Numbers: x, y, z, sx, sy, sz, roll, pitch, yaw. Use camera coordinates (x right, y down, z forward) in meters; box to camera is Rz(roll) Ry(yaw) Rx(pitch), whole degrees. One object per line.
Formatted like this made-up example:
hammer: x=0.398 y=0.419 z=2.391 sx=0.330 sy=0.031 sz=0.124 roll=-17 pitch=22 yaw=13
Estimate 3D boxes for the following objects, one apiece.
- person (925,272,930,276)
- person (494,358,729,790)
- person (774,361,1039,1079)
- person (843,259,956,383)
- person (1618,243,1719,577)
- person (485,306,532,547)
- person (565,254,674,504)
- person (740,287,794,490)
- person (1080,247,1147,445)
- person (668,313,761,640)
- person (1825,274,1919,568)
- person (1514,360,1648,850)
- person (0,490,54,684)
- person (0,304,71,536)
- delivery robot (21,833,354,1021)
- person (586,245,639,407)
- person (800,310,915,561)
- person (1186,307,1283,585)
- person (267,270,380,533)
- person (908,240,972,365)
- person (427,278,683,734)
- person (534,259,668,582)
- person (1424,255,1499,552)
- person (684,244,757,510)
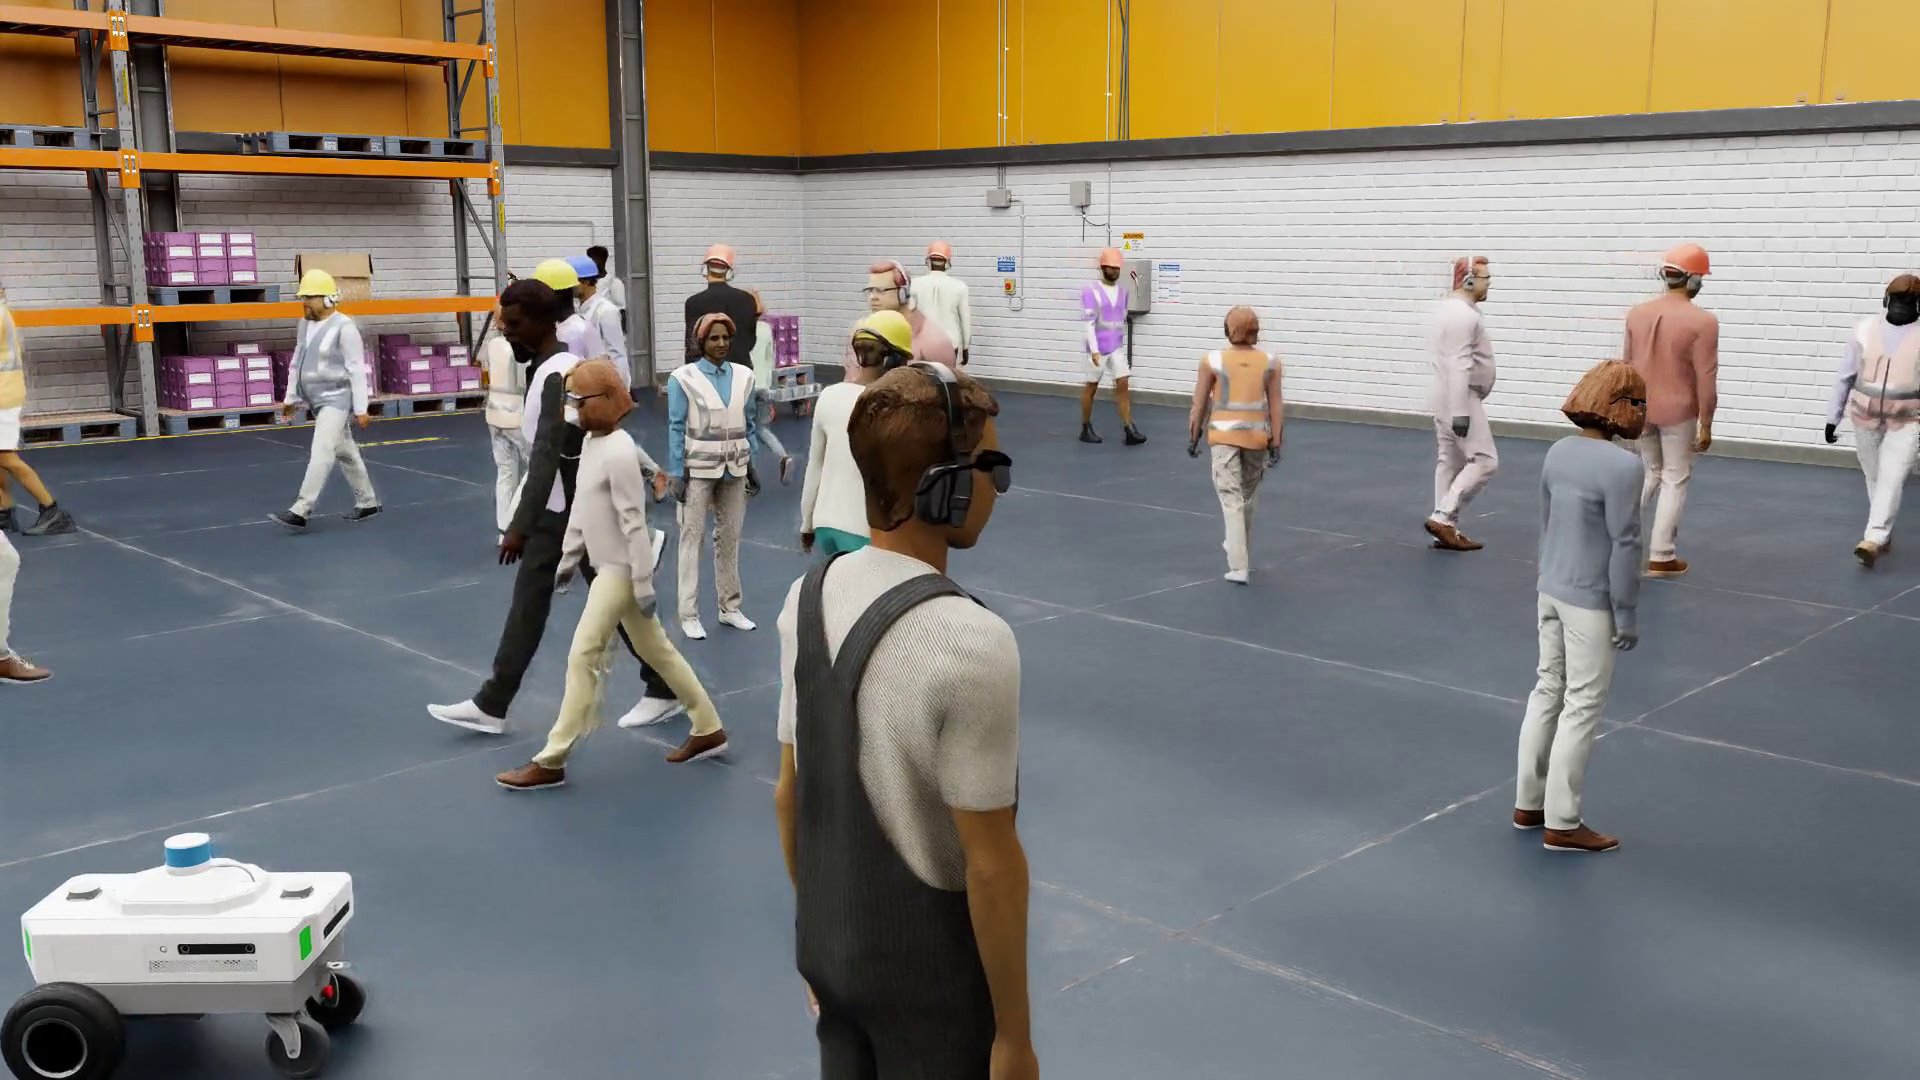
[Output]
person: x=-0.290 y=-2.736 z=20.933 sx=0.317 sy=1.870 sz=0.523 roll=-5 pitch=11 yaw=-24
person: x=-1.273 y=0.116 z=6.168 sx=0.891 sy=1.580 sz=0.511 roll=-4 pitch=11 yaw=-20
person: x=-0.073 y=0.657 z=2.498 sx=0.328 sy=1.842 sz=0.516 roll=-8 pitch=13 yaw=-39
person: x=-0.344 y=-0.406 z=8.132 sx=0.650 sy=1.904 sz=0.403 roll=7 pitch=13 yaw=35
person: x=4.163 y=-0.752 z=9.808 sx=0.480 sy=1.974 sz=0.645 roll=-6 pitch=12 yaw=-29
person: x=-2.869 y=-0.748 z=10.753 sx=0.551 sy=1.620 sz=0.356 roll=8 pitch=13 yaw=38
person: x=-2.519 y=-1.129 z=12.120 sx=0.862 sy=1.908 sz=0.630 roll=-6 pitch=12 yaw=-29
person: x=-1.624 y=-1.175 z=13.095 sx=0.604 sy=1.617 sz=0.512 roll=8 pitch=13 yaw=36
person: x=1.447 y=-1.843 z=15.984 sx=0.562 sy=1.897 sz=0.930 roll=-6 pitch=12 yaw=-28
person: x=-1.241 y=-0.328 z=8.426 sx=0.515 sy=1.640 sz=0.315 roll=-9 pitch=13 yaw=-39
person: x=5.702 y=-0.736 z=10.265 sx=0.998 sy=1.776 sz=0.659 roll=-10 pitch=14 yaw=-44
person: x=2.072 y=0.216 z=5.522 sx=0.308 sy=1.624 sz=0.495 roll=-2 pitch=11 yaw=-10
person: x=-4.432 y=-0.247 z=7.447 sx=0.700 sy=1.835 sz=0.541 roll=-7 pitch=13 yaw=-35
person: x=-6.366 y=-0.947 z=11.113 sx=0.647 sy=1.903 sz=0.563 roll=-6 pitch=12 yaw=-29
delivery robot: x=-1.878 y=0.964 z=4.086 sx=0.707 sy=0.478 sz=0.477 roll=0 pitch=10 yaw=-1
person: x=-4.061 y=-2.391 z=18.952 sx=0.628 sy=1.915 sz=1.013 roll=10 pitch=15 yaw=44
person: x=-0.385 y=-0.029 z=6.529 sx=0.478 sy=1.722 sz=0.550 roll=-9 pitch=14 yaw=-42
person: x=1.611 y=-0.573 z=9.877 sx=0.520 sy=1.599 sz=0.845 roll=-2 pitch=11 yaw=-11
person: x=-4.417 y=-0.955 z=11.448 sx=0.596 sy=1.779 sz=0.933 roll=9 pitch=14 yaw=40
person: x=-0.208 y=-1.879 z=15.984 sx=0.648 sy=1.963 sz=0.724 roll=0 pitch=10 yaw=2
person: x=-1.614 y=-0.117 z=6.707 sx=1.048 sy=1.850 sz=0.606 roll=-4 pitch=11 yaw=-23
person: x=-2.135 y=-0.660 z=9.560 sx=0.781 sy=1.896 sz=0.584 roll=-2 pitch=11 yaw=-11
person: x=3.214 y=-0.856 z=10.594 sx=0.432 sy=1.894 sz=0.670 roll=2 pitch=11 yaw=9
person: x=-1.815 y=-1.218 z=12.434 sx=0.634 sy=1.953 sz=0.524 roll=-7 pitch=13 yaw=-34
